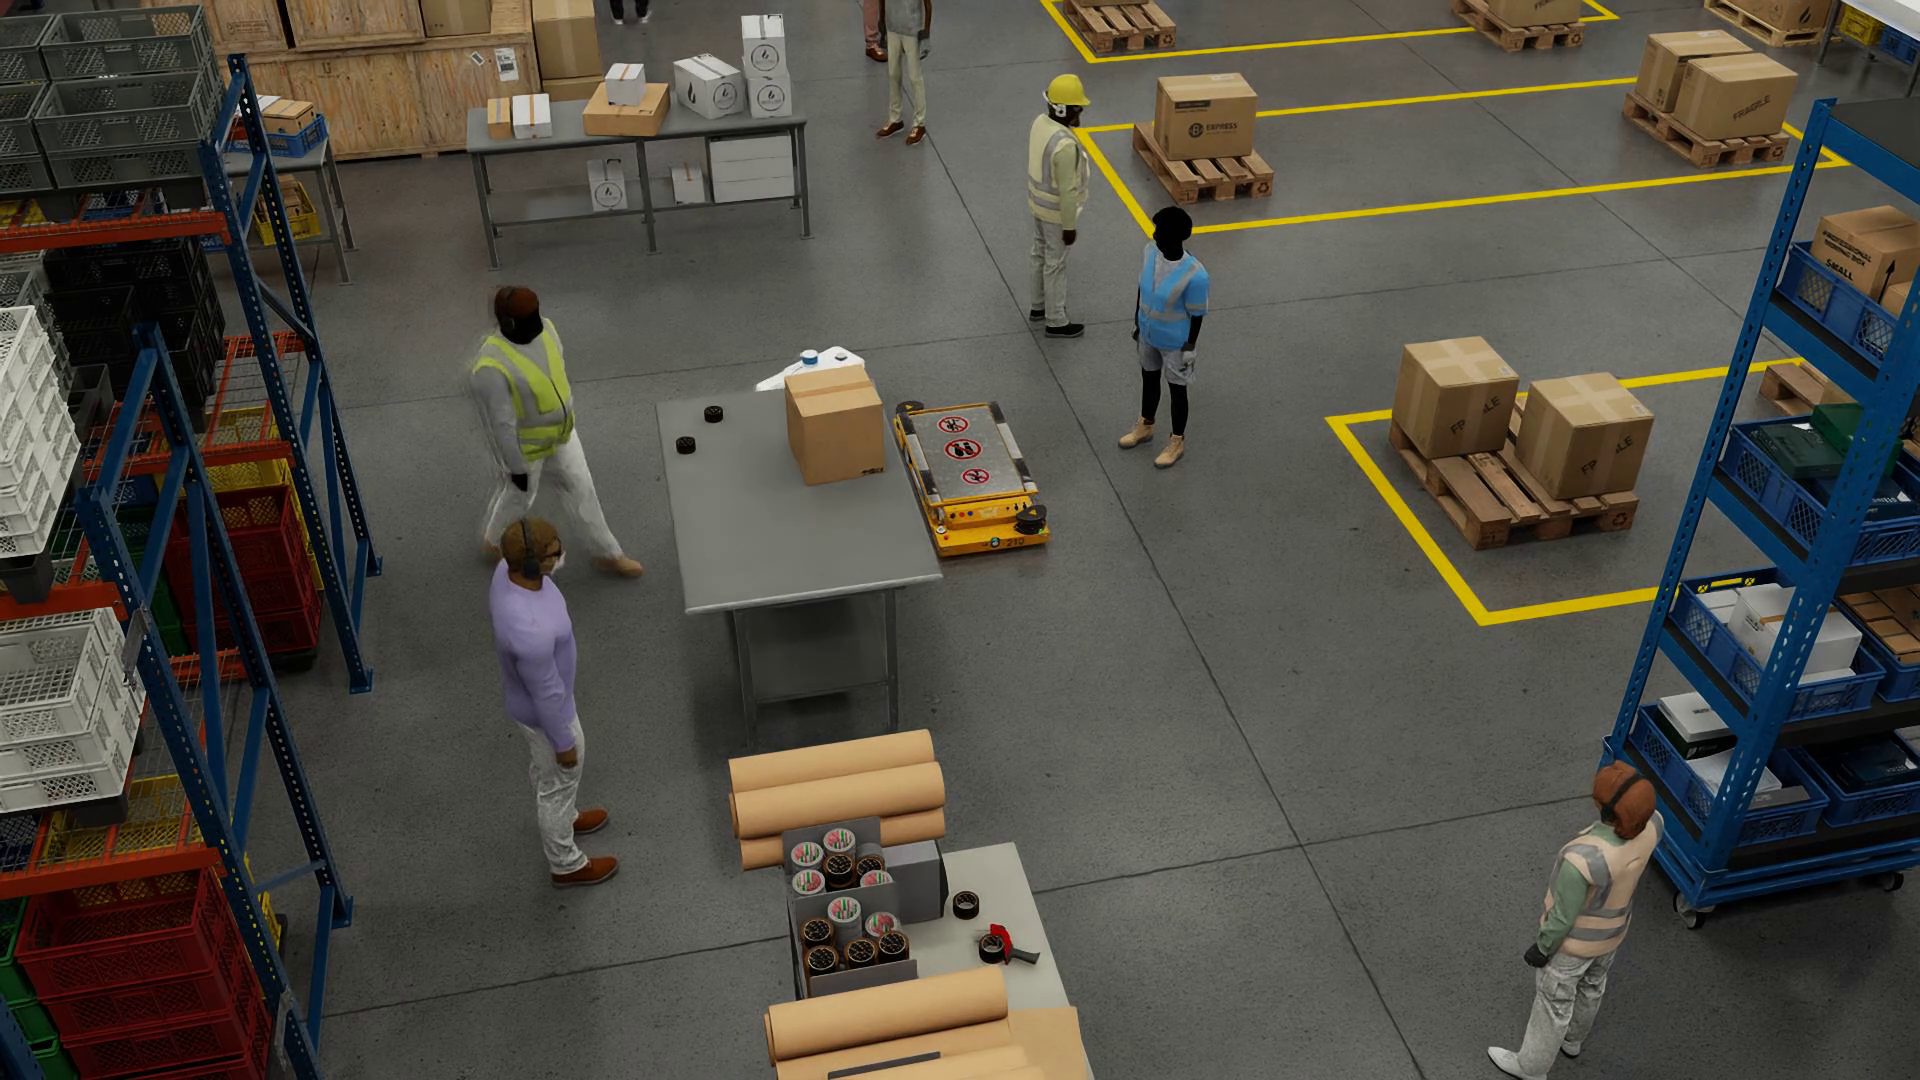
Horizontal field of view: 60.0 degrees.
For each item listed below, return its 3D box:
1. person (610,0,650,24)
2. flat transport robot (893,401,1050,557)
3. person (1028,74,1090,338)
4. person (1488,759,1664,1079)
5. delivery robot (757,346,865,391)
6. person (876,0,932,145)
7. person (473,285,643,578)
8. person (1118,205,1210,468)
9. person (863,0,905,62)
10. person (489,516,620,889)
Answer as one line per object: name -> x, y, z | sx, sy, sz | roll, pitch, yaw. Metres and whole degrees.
person -> -3.307, -6.014, 16.258 | 0.599, 1.907, 0.409 | -6, 37, -9
flat transport robot -> 0.046, -0.430, 10.108 | 0.652, 0.197, 1.431 | -8, 37, -10
person -> 0.663, -2.262, 11.275 | 0.404, 1.829, 0.592 | -11, 38, -14
person -> 2.391, 1.488, 6.392 | 0.514, 1.639, 0.309 | -24, 43, -28
delivery robot -> -0.940, -0.971, 10.524 | 0.477, 0.478, 0.707 | 30, 46, 34
person -> -0.474, -4.244, 13.910 | 0.535, 1.863, 0.309 | 21, 41, 25
person -> -2.309, -0.570, 9.032 | 0.931, 1.800, 0.640 | 15, 39, 20
person -> 1.234, -1.225, 9.994 | 0.320, 1.692, 0.531 | -26, 44, -31
person -> -0.693, -5.453, 15.509 | 0.398, 1.899, 0.643 | 29, 45, 33
person -> -1.778, 0.707, 7.202 | 0.362, 1.932, 0.630 | -12, 38, -16
